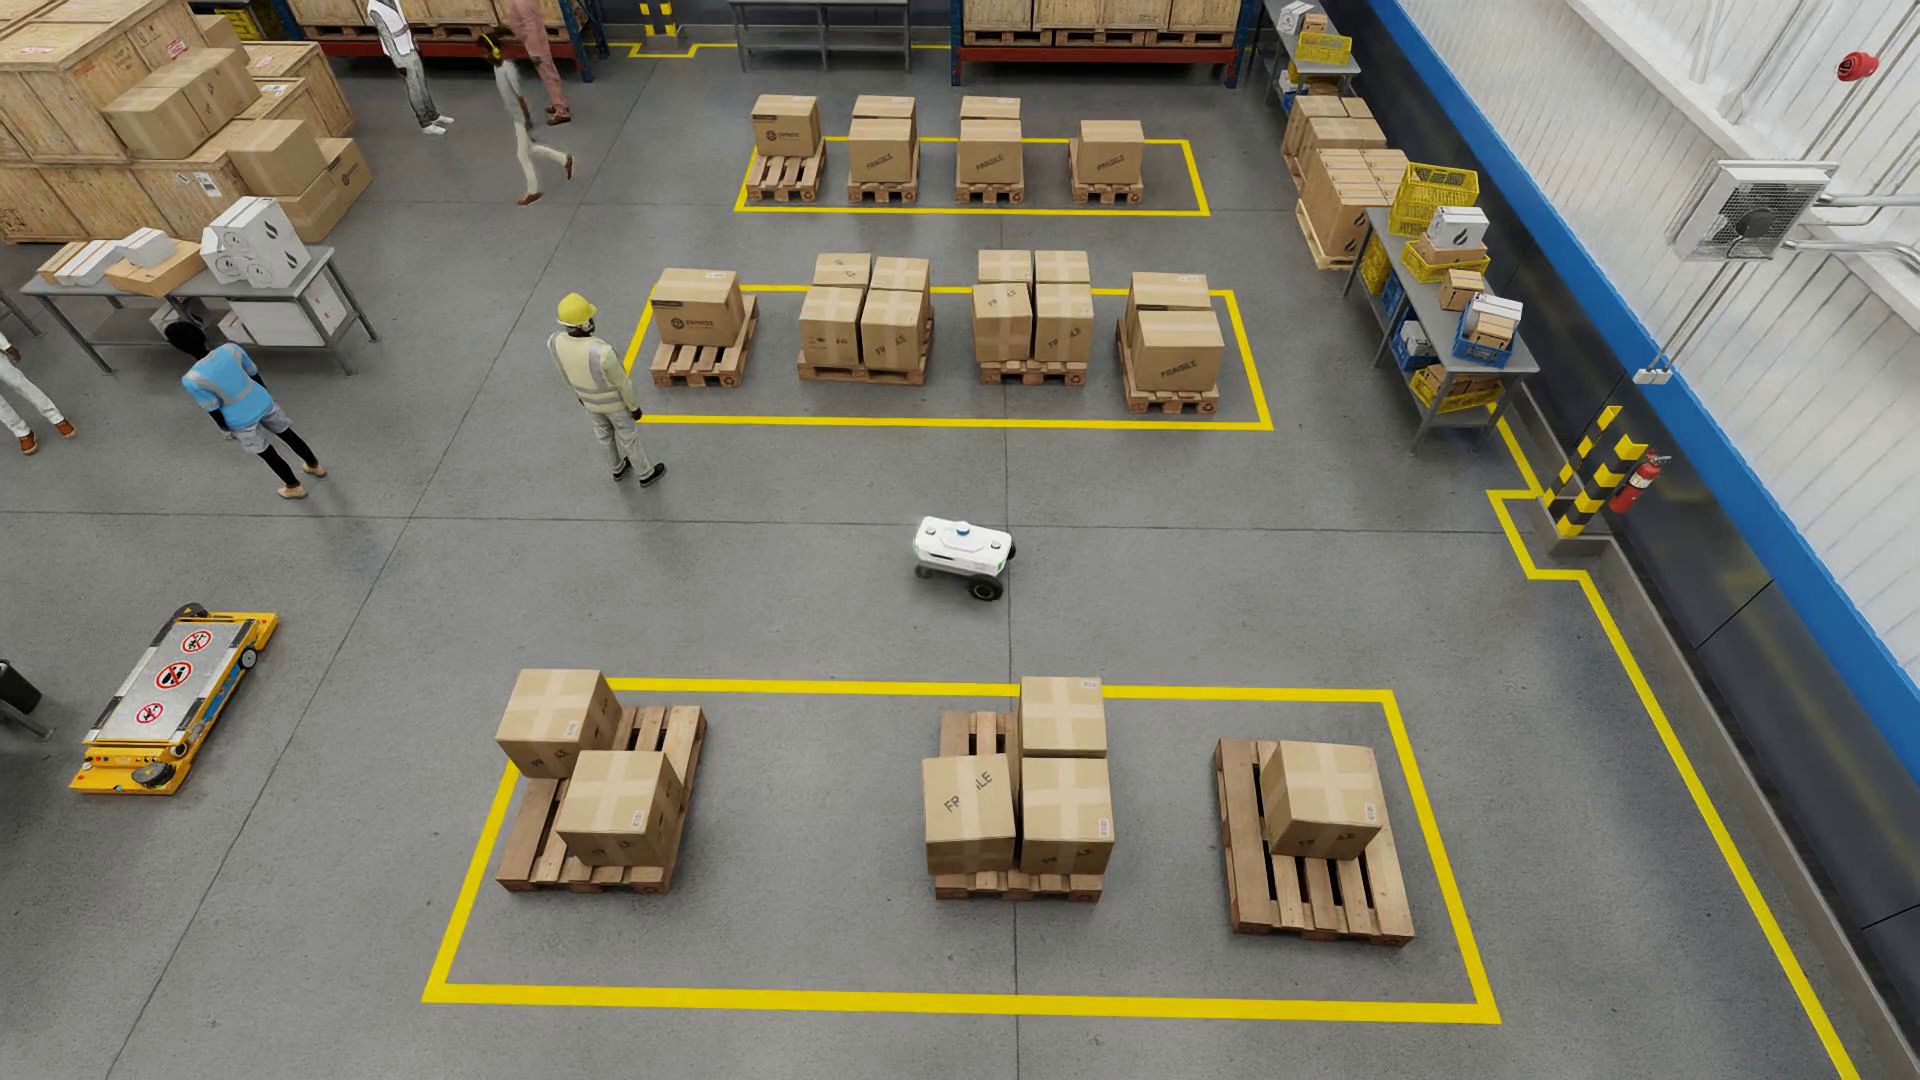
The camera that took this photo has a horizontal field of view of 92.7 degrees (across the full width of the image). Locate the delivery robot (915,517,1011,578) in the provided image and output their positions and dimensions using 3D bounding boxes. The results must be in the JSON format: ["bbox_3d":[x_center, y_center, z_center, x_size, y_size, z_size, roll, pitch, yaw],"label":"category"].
[{"bbox_3d":[0.021,0.051,7.062,0.707,0.478,0.477,12,51,10],"label":"delivery robot"}]

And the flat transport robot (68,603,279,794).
[{"bbox_3d":[-5.504,1.072,6.442,0.652,0.197,1.431,1,50,1],"label":"flat transport robot"}]

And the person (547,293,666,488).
[{"bbox_3d":[-2.820,-1.156,7.312,0.600,1.829,0.404,15,51,13],"label":"person"}]

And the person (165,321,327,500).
[{"bbox_3d":[-5.660,-1.017,7.280,0.319,1.698,0.532,12,51,10],"label":"person"}]

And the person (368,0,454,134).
[{"bbox_3d":[-6.939,-6.073,11.425,0.388,1.911,0.591,-1,50,-1],"label":"person"}]

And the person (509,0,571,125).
[{"bbox_3d":[-5.402,-6.286,11.608,0.400,1.905,0.643,-12,51,-10],"label":"person"}]

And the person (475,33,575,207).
[{"bbox_3d":[-4.959,-4.800,10.399,0.827,1.835,0.530,-32,57,-24],"label":"person"}]

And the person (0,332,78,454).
[{"bbox_3d":[-8.240,-1.547,7.607,0.572,1.887,0.356,-33,57,-25],"label":"person"}]
